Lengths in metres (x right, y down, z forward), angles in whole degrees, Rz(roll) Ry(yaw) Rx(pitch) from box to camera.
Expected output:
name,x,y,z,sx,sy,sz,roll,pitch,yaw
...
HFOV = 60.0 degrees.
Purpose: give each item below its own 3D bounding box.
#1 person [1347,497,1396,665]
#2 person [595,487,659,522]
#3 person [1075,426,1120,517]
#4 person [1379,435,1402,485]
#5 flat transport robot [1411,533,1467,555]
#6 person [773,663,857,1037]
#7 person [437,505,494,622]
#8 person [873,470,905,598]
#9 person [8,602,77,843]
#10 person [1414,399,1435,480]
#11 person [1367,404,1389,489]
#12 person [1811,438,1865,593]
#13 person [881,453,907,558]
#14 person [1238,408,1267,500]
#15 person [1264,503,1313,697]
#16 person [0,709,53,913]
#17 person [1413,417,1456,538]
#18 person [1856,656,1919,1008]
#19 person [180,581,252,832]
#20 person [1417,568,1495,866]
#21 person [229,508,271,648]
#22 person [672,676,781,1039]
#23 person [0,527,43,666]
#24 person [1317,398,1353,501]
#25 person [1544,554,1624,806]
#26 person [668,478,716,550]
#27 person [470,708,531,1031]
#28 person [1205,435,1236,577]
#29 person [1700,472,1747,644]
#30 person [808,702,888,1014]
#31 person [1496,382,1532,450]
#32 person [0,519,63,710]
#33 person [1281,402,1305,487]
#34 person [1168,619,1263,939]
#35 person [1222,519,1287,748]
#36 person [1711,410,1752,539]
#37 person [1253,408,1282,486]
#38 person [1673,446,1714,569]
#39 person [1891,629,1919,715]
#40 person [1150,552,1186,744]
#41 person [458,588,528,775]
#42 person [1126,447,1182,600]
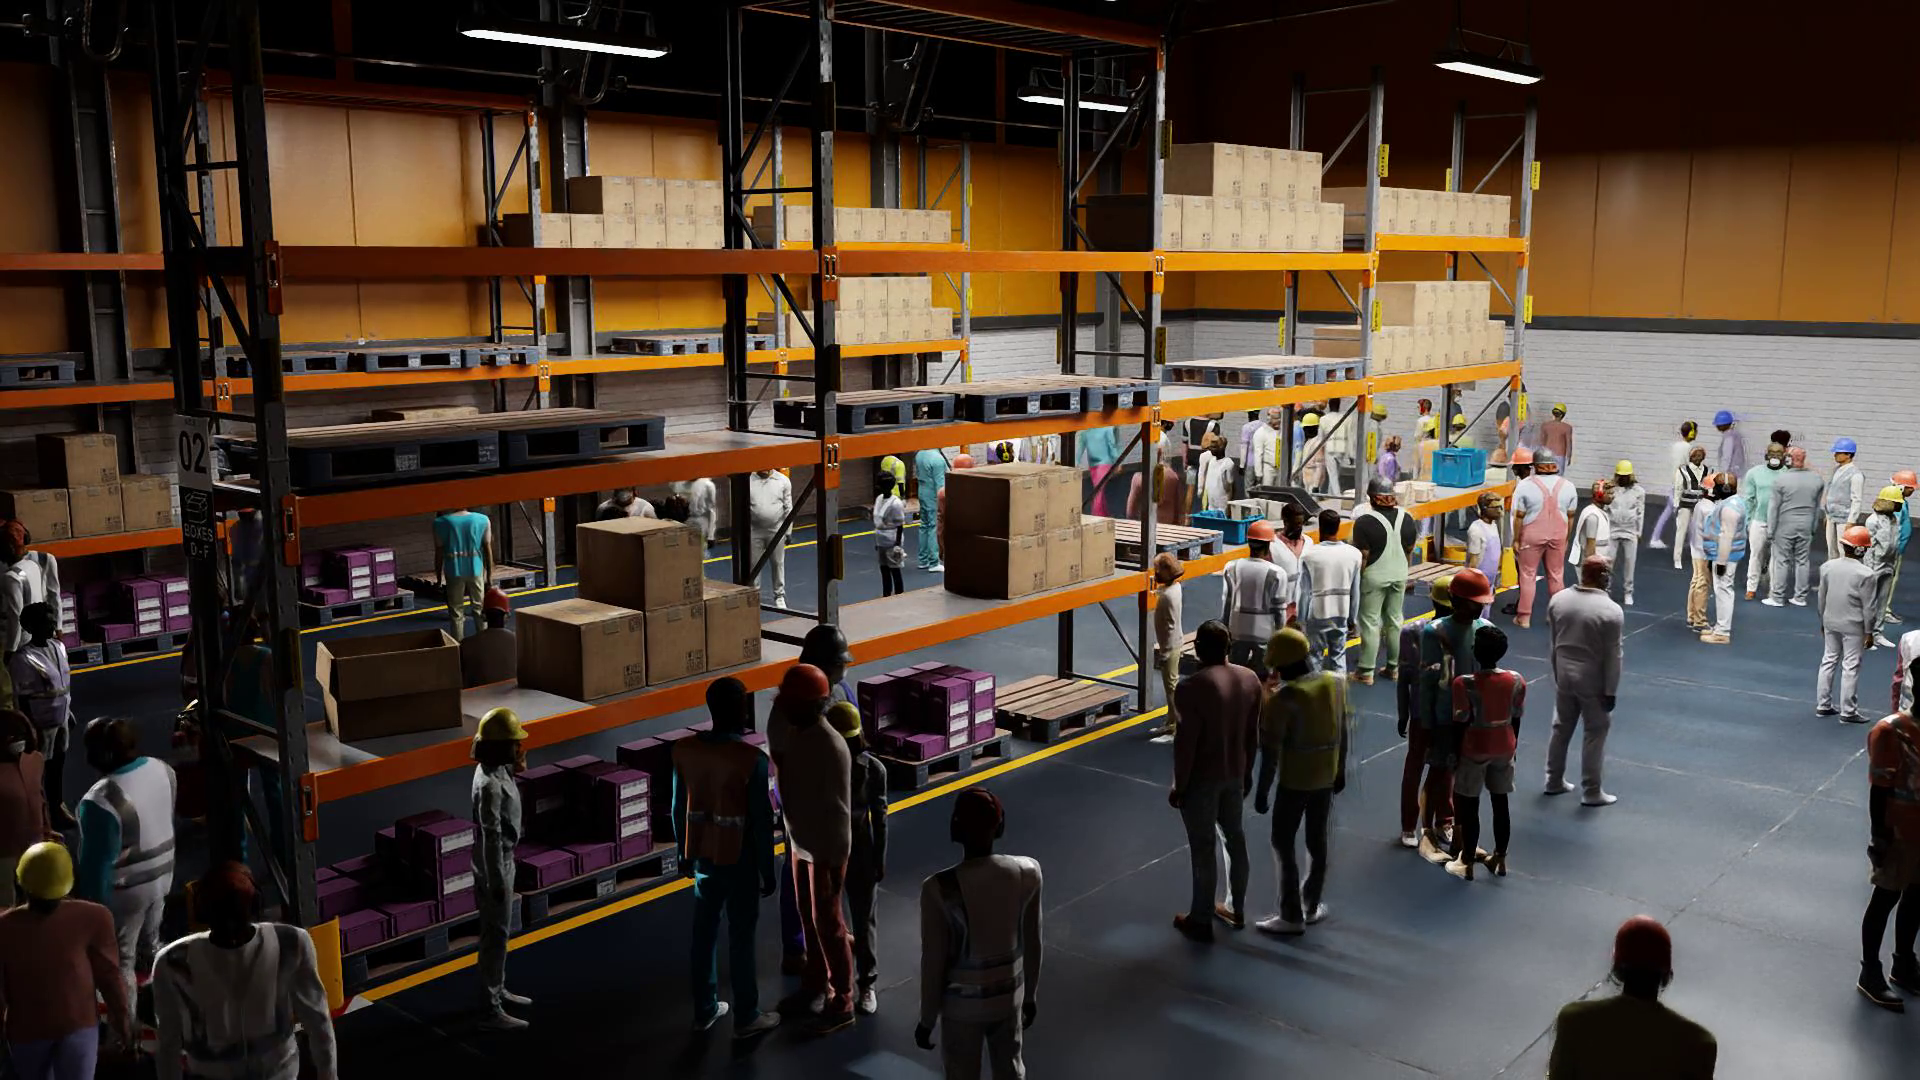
name,x,y,z,sx,sy,sz,roll,pitch,yaw
person,4.257,0.302,16.874,0.620,1.913,0.673,-9,13,-43
person,-3.344,0.284,16.590,0.690,2.000,0.538,2,10,9
person,2.046,-1.163,25.490,0.901,1.952,0.688,-9,13,-42
person,6.063,-0.671,23.520,0.313,1.631,0.526,1,10,6
flat transport robot,6.571,0.088,23.033,0.652,0.197,1.431,-1,10,-7
person,-0.783,1.618,8.806,0.410,1.984,0.617,-5,11,-29
person,-5.565,-0.096,18.860,0.535,2.000,0.688,8,12,40
person,-0.820,0.039,19.069,0.321,1.699,0.537,-6,11,-32
person,-6.446,1.269,11.734,0.318,1.697,0.536,0,10,3
person,7.628,-1.387,27.197,0.387,1.836,0.561,9,13,44
person,6.905,-1.418,27.707,0.397,1.723,0.518,2,10,9
person,10.683,-0.270,20.171,0.389,1.949,0.604,0,10,0
person,-0.908,-0.585,22.832,0.320,1.686,0.540,-5,11,-29
person,4.575,-1.216,25.939,0.590,1.913,0.399,-8,12,-38
person,2.963,0.599,15.122,0.598,1.908,0.410,-6,11,-33
person,-5.198,1.728,9.183,0.285,1.631,0.502,2,10,11
person,6.665,-0.757,23.217,0.649,1.900,0.424,6,11,33
person,5.227,1.573,9.113,0.617,1.963,0.361,-4,10,-21
person,-5.284,1.185,11.806,0.429,1.844,0.625,-9,13,-44
person,3.376,1.188,11.227,0.606,2.035,0.402,-4,10,-22
person,-6.832,0.424,16.188,0.653,1.884,0.803,3,10,19
person,-1.235,1.663,8.726,0.597,1.916,0.374,5,11,27
person,-7.804,0.822,13.837,0.356,1.887,0.573,-2,10,-11
person,6.189,-1.446,27.449,0.606,1.876,1.016,-1,10,-6
person,4.709,1.043,12.489,0.405,1.900,0.660,-6,11,-32
person,-3.137,-0.097,19.314,0.628,1.888,0.425,3,10,15
person,-2.436,1.735,8.847,0.335,1.736,0.488,-2,10,-13
person,3.354,-0.444,21.520,0.326,1.842,0.517,-5,11,-26
person,8.167,0.186,17.803,0.429,1.836,0.631,5,11,26
person,-0.631,1.713,8.980,0.487,1.738,0.321,0,10,1
person,9.565,-1.723,28.569,0.682,2.000,0.538,-5,11,-30
person,-8.049,0.748,14.320,0.584,1.879,0.369,-3,10,-18
person,4.972,-1.112,24.913,0.389,2.045,0.606,1,10,4
person,1.532,1.432,10.043,0.635,1.936,0.353,-6,11,-30
person,2.472,0.784,13.965,0.549,1.924,0.388,5,11,26
person,11.266,-0.957,24.419,0.937,1.887,0.634,4,10,21
person,4.681,-1.035,24.912,0.652,1.896,0.399,-7,12,-34
person,9.708,-0.426,22.026,0.523,1.639,0.306,0,10,0
person,6.746,1.243,11.529,0.404,1.824,0.590,-7,12,-35
person,1.755,0.908,14.078,0.283,1.633,0.498,1,10,9
person,-3.316,1.209,11.955,0.570,1.743,0.351,-2,10,-14
person,2.305,-0.218,20.125,0.652,1.861,0.903,-6,11,-32
